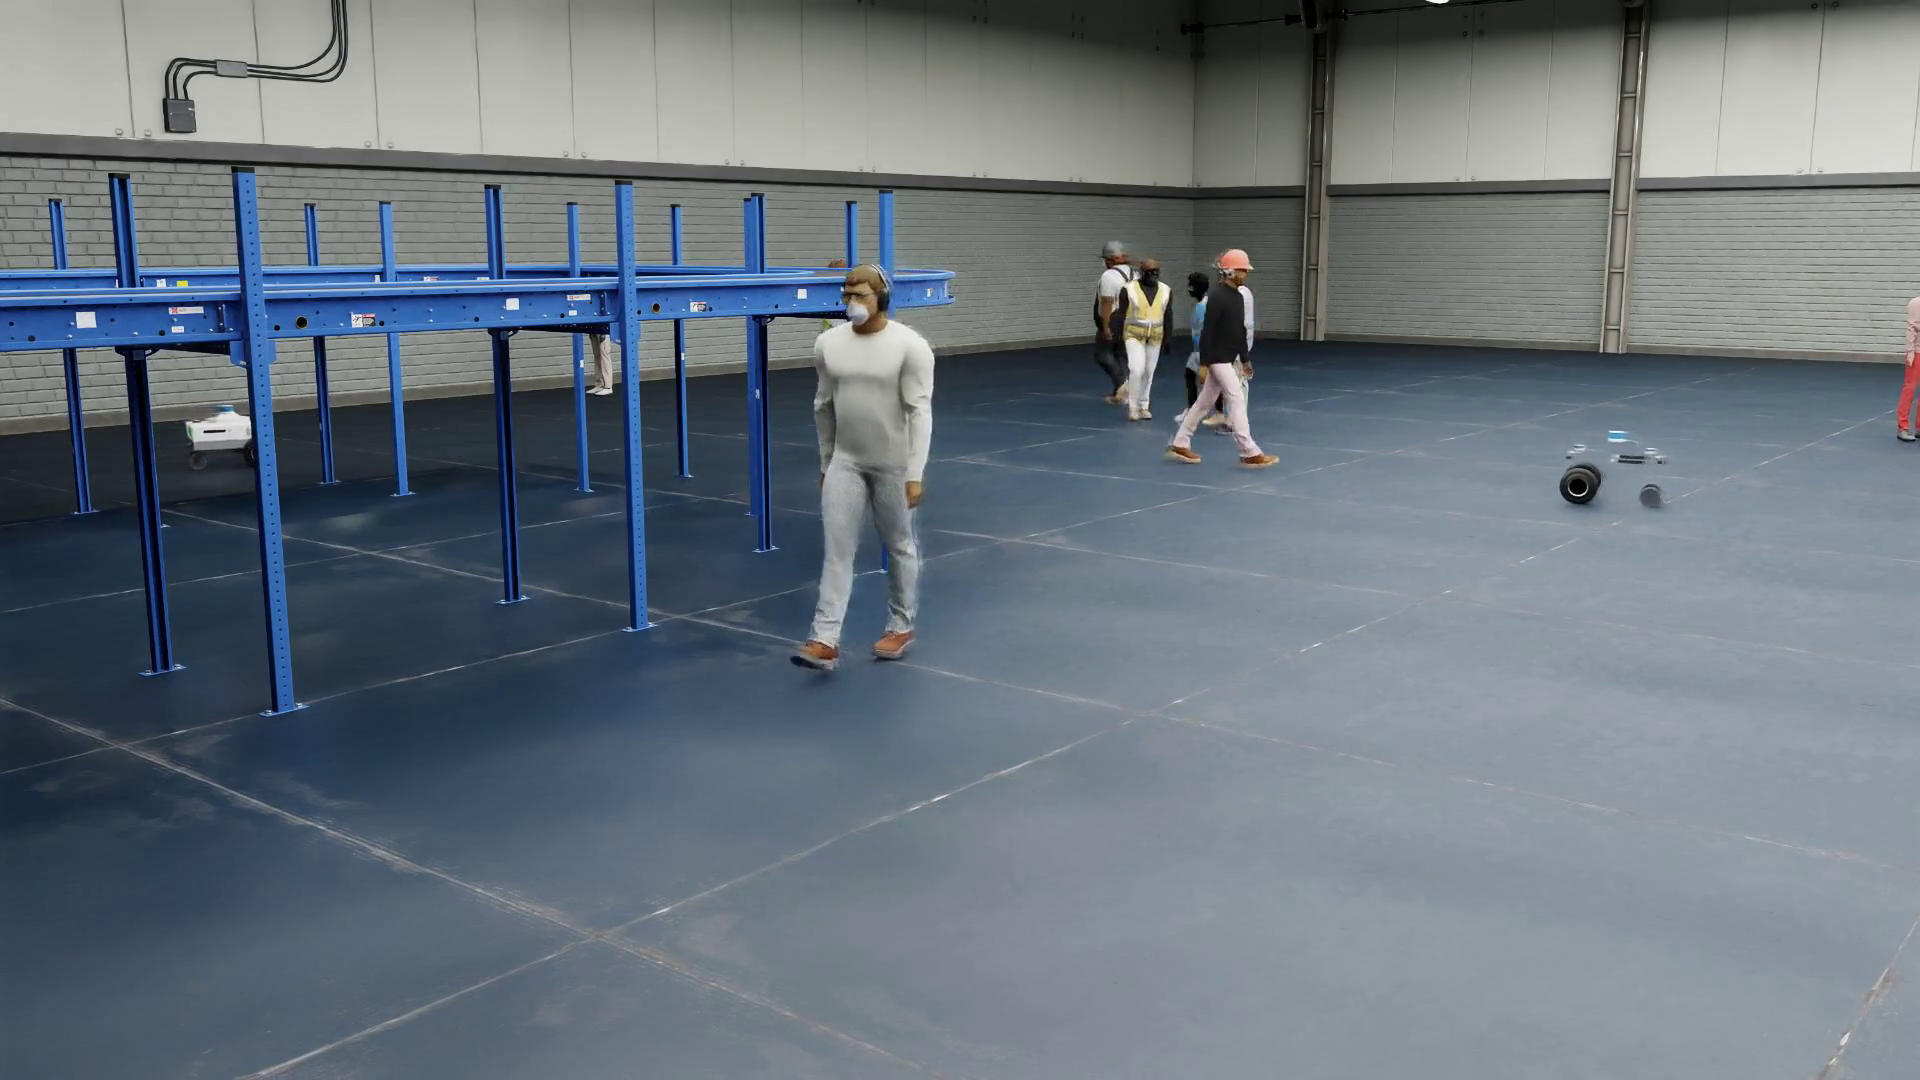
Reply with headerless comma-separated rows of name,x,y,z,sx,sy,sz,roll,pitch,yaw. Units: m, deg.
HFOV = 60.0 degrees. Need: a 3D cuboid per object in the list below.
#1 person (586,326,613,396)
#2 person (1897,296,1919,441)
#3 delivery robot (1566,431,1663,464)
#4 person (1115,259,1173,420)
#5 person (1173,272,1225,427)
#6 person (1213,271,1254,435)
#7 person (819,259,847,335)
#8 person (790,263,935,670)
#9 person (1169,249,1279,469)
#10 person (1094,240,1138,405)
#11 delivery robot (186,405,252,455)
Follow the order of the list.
person,-4.724,-2.717,21.765,0.307,1.641,0.513,-6,12,-32
person,9.785,-1.883,16.808,0.523,1.763,0.329,-3,11,-14
delivery robot,5.084,-0.731,12.903,0.698,0.223,0.335,5,11,24
person,2.083,-2.241,18.683,0.637,1.808,0.603,-3,11,-14
person,2.589,-2.057,18.011,0.687,1.658,0.553,0,10,0
person,2.851,-2.023,17.380,0.404,1.834,0.591,5,11,26
person,-1.094,-1.690,15.522,0.429,1.840,0.629,4,11,21
person,-0.464,-0.321,7.757,0.661,1.897,0.958,4,11,23
person,2.351,-1.627,14.912,1.051,1.940,0.611,5,11,25
person,1.910,-2.659,20.449,0.569,2.000,0.695,10,14,42
delivery robot,-6.573,-0.972,14.958,0.707,0.478,0.477,-5,11,-25
